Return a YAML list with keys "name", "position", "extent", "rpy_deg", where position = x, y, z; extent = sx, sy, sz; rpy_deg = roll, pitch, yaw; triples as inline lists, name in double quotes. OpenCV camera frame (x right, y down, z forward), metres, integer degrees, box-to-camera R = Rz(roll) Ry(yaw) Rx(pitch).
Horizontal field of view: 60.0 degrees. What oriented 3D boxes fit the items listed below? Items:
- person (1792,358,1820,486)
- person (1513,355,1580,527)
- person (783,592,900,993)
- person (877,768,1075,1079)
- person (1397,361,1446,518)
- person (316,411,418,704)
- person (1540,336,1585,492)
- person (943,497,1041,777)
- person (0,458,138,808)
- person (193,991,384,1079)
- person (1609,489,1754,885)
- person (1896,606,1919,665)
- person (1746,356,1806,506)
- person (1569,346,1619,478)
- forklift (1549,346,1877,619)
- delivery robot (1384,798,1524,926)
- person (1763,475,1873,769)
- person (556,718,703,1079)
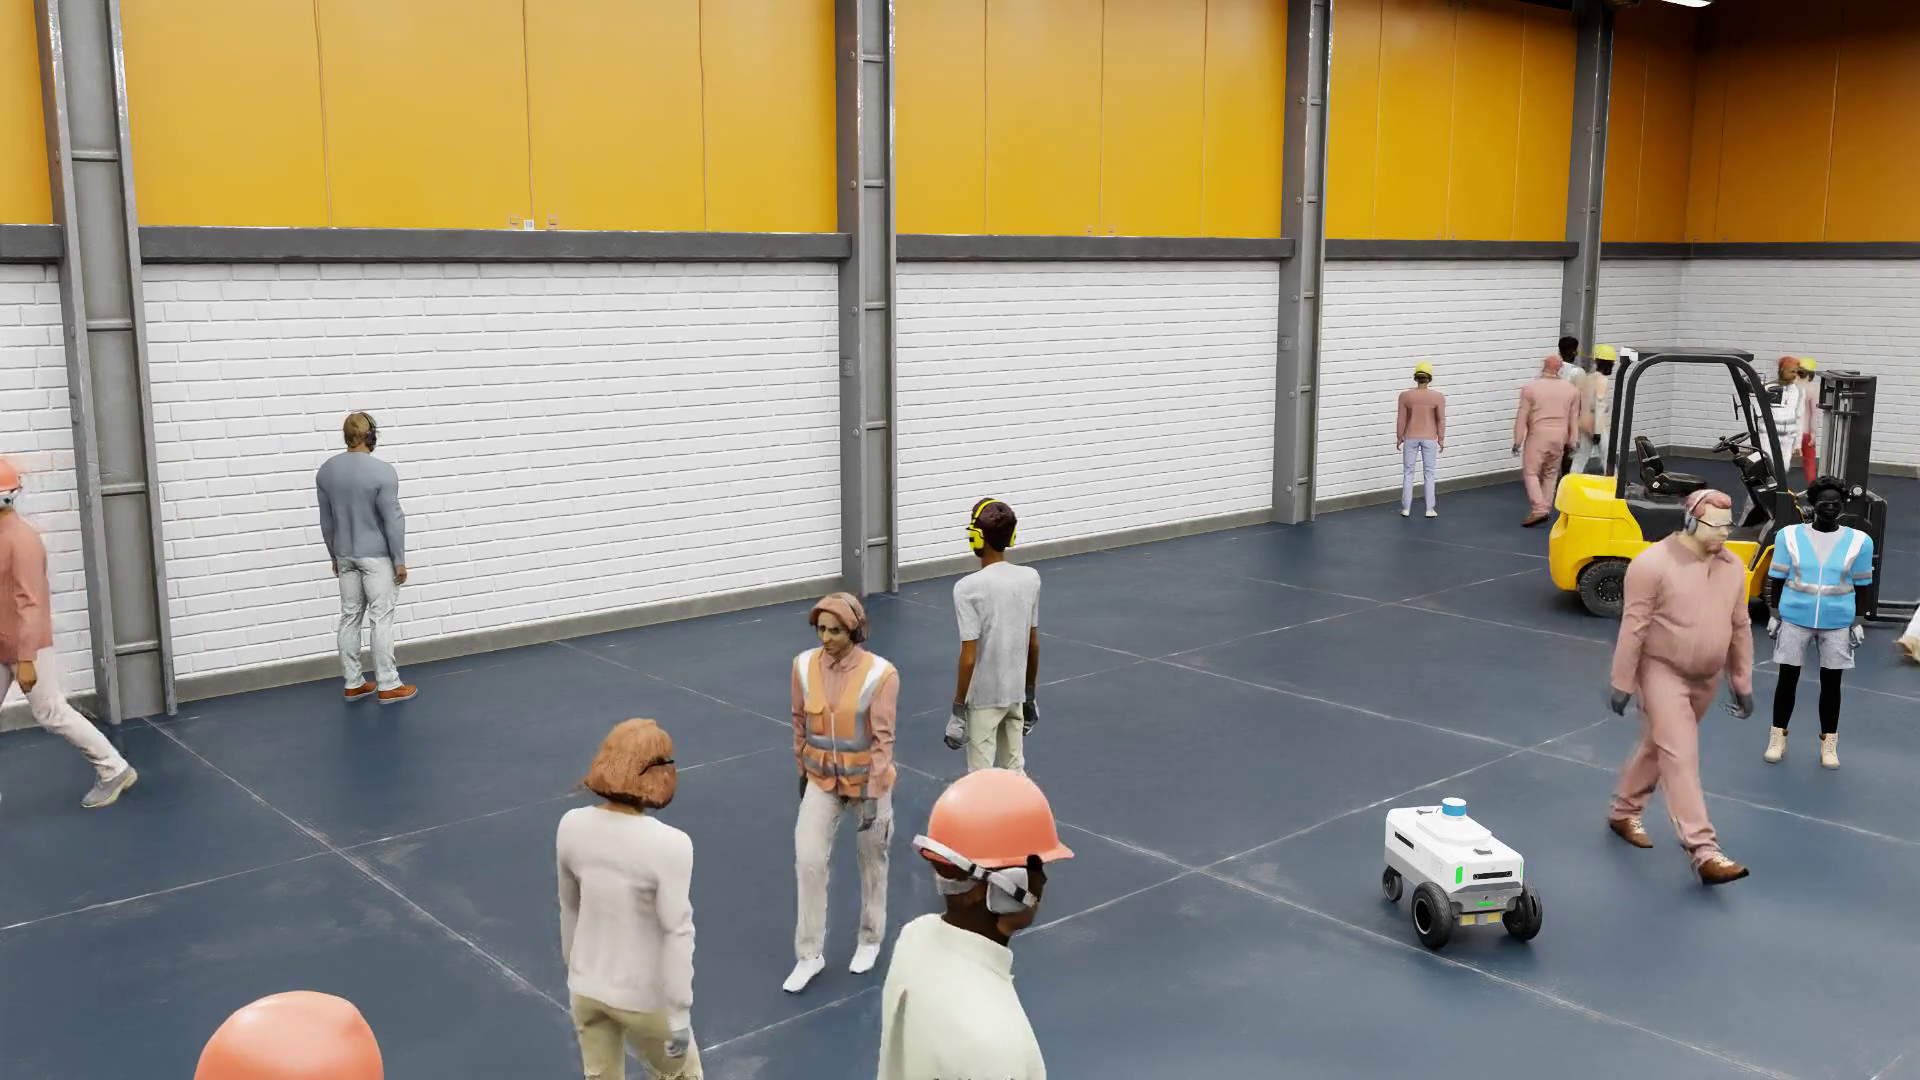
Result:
- name: "person"
  position: [10.090, -1.312, 19.938]
  extent: [0.889, 1.719, 0.541]
  rpy_deg: [-6, 11, -31]
- name: "person"
  position: [6.427, -1.078, 18.177]
  extent: [0.698, 1.873, 0.620]
  rpy_deg: [-1, 10, -3]
- name: "person"
  position: [-0.482, 1.007, 6.665]
  extent: [0.515, 1.610, 0.657]
  rpy_deg: [4, 10, 21]
- name: "person"
  position: [-0.069, 1.413, 3.325]
  extent: [0.949, 1.957, 0.626]
  rpy_deg: [-3, 10, -18]
- name: "person"
  position: [5.193, -1.128, 18.756]
  extent: [0.533, 1.765, 0.326]
  rpy_deg: [3, 10, 19]
- name: "person"
  position: [-3.907, 0.119, 10.950]
  extent: [0.630, 1.938, 0.372]
  rpy_deg: [3, 10, 19]
- name: "person"
  position: [7.426, -1.530, 20.515]
  extent: [0.364, 1.962, 0.612]
  rpy_deg: [-8, 12, -38]
- name: "person"
  position: [0.145, 0.738, 7.518]
  extent: [0.535, 1.869, 0.312]
  rpy_deg: [-9, 13, -42]
- name: "person"
  position: [-4.818, 0.521, 8.585]
  extent: [0.632, 1.957, 1.010]
  rpy_deg: [7, 12, 36]
- name: "person"
  position: [-0.953, 1.579, 2.426]
  extent: [0.374, 1.928, 0.542]
  rpy_deg: [-2, 10, -13]
- name: "person"
  position: [3.500, 0.675, 7.965]
  extent: [0.654, 1.841, 1.034]
  rpy_deg: [-4, 10, -20]
- name: "person"
  position: [7.176, 0.025, 11.876]
  extent: [0.884, 1.818, 0.628]
  rpy_deg: [-3, 10, -18]
- name: "person"
  position: [8.884, -1.072, 18.115]
  extent: [0.598, 1.867, 0.453]
  rpy_deg: [-1, 10, -5]
- name: "person"
  position: [7.656, -1.363, 19.779]
  extent: [0.878, 1.879, 0.601]
  rpy_deg: [0, 10, 2]
- name: "forklift"
  position: [6.109, -0.478, 13.691]
  extent: [2.313, 2.155, 1.214]
  rpy_deg: [3, 10, 16]
- name: "delivery robot"
  position: [2.165, 1.380, 7.327]
  extent: [0.477, 0.478, 0.707]
  rpy_deg: [-2, 10, -12]
- name: "person"
  position: [4.936, 0.469, 9.593]
  extent: [0.538, 1.700, 0.317]
  rpy_deg: [5, 11, 26]
- name: "person"
  position: [-0.964, 1.318, 4.840]
  extent: [0.523, 1.615, 0.350]
  rpy_deg: [5, 11, 27]
